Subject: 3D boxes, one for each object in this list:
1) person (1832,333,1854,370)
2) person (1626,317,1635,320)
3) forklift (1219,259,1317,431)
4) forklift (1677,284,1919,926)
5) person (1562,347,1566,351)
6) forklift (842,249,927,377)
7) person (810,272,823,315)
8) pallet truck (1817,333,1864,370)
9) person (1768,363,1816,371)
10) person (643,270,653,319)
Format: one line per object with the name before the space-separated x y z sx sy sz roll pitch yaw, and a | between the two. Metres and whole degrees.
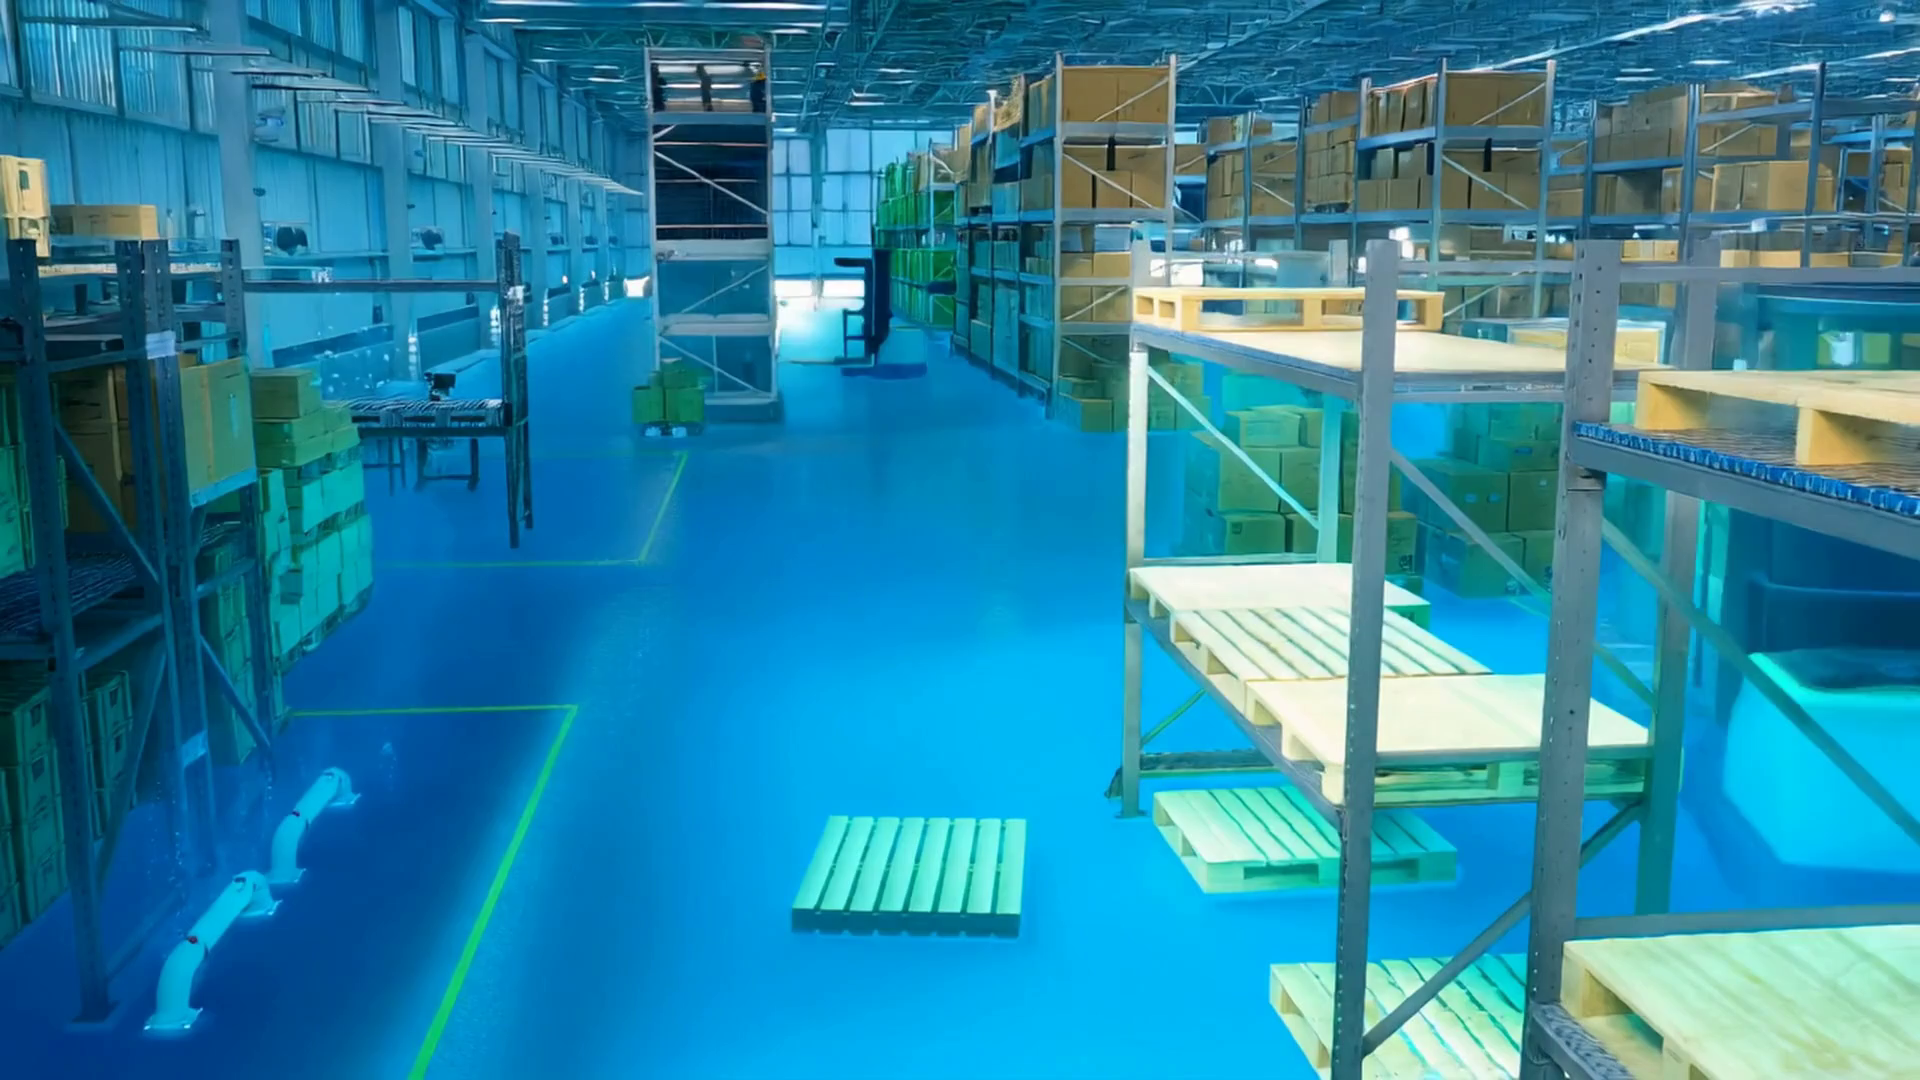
person | 14.930 -2.948 28.007 0.891 1.905 0.539 8 13 37
person | 9.699 -2.271 24.177 0.707 1.911 0.575 -2 10 -11
forklift | 4.818 -2.741 24.121 1.873 2.768 1.129 -1 10 -6
forklift | 4.273 0.192 7.872 1.129 2.768 1.873 2 10 10
person | 6.749 -1.279 18.654 1.034 1.941 0.636 -5 11 -26
forklift | -1.700 -5.039 36.852 1.873 2.768 1.129 -1 10 -4
person | -5.810 -9.975 67.381 0.500 1.726 0.566 0 10 1
pallet truck | 15.846 -3.142 28.793 1.885 1.965 0.823 2 10 12
person | 9.762 -1.425 19.484 0.454 1.918 0.651 -4 11 -19
person | -12.039 -9.527 64.467 0.400 1.894 0.657 8 13 39
